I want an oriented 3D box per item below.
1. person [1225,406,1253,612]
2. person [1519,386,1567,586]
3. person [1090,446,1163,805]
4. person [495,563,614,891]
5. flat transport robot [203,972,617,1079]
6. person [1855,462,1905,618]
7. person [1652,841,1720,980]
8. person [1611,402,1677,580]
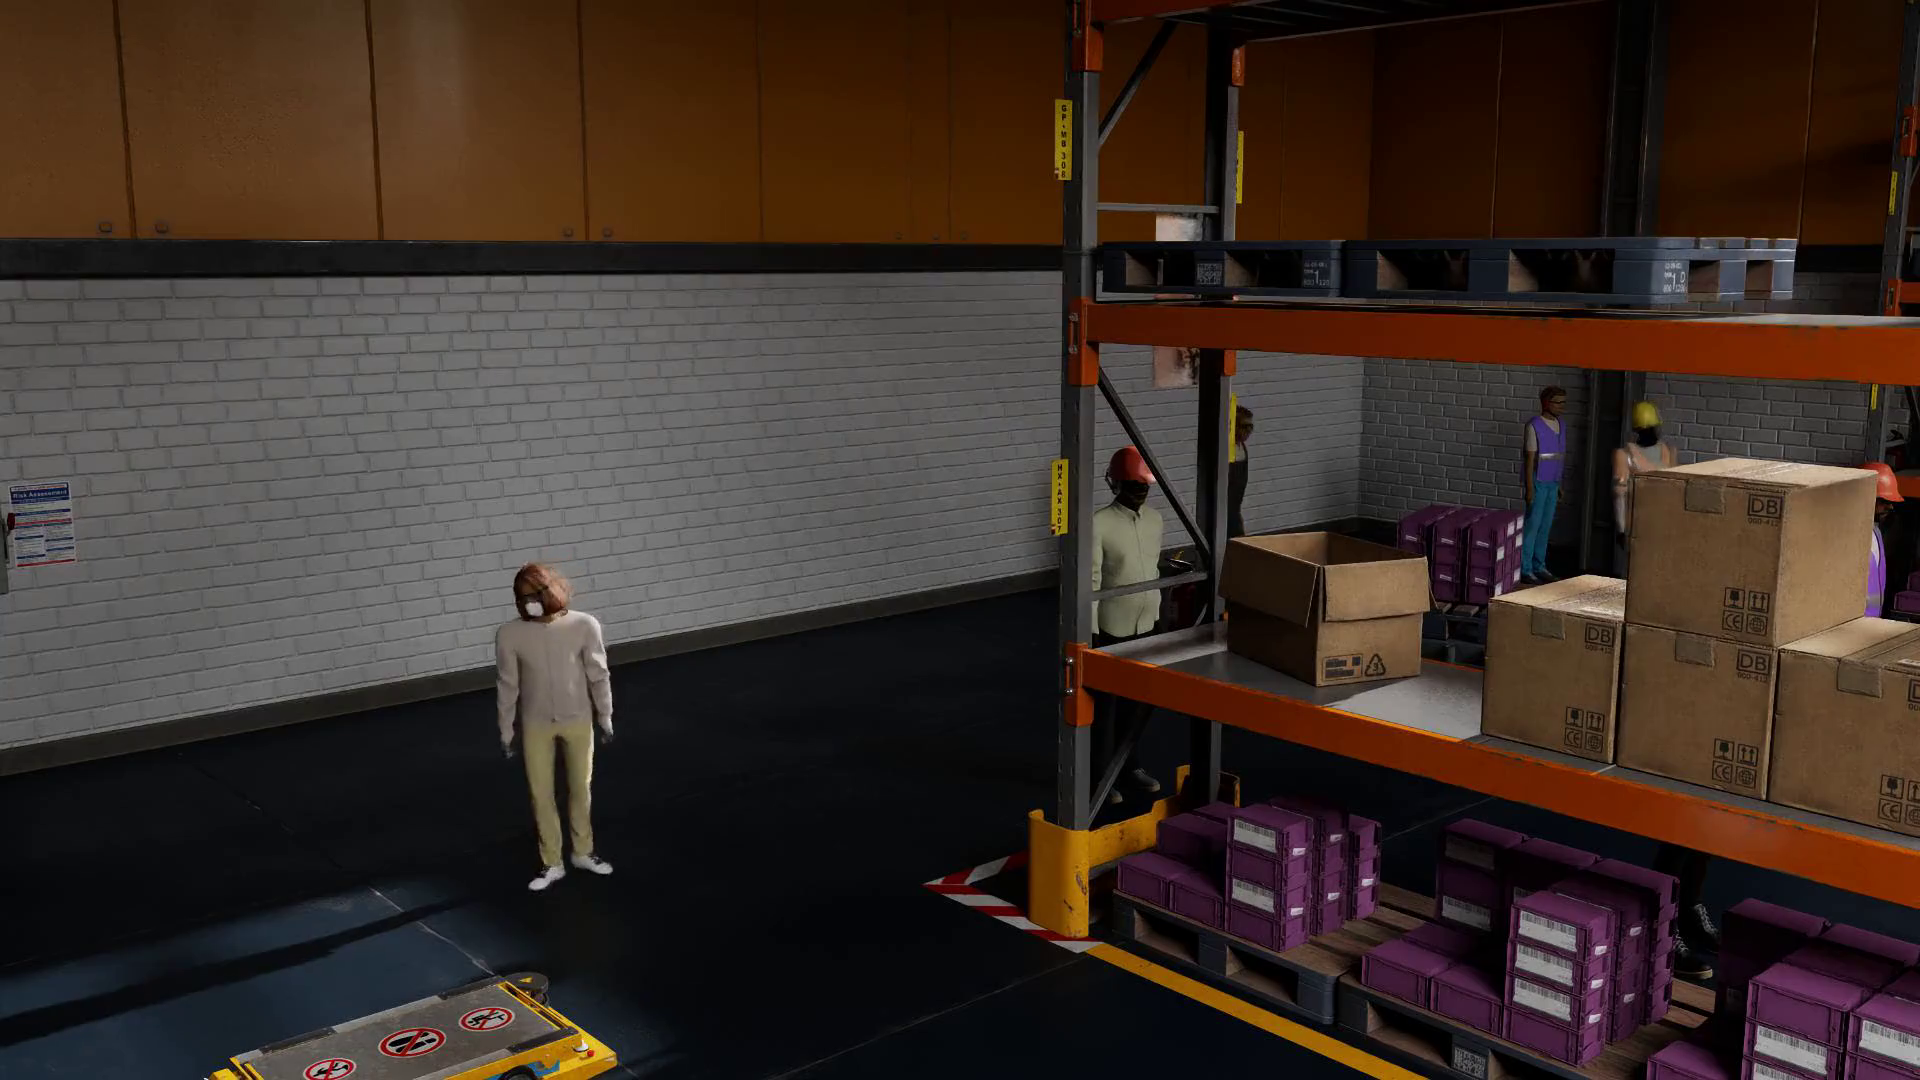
[{"bbox_3d":[2.216,-0.198,13.736,0.599,1.814,0.541,8,12,38],"label":"person"},{"bbox_3d":[5.395,-0.509,15.436,0.571,1.840,0.373,-8,13,-41],"label":"person"},{"bbox_3d":[0.925,0.465,9.291,0.623,1.992,0.396,-8,13,-41],"label":"person"},{"bbox_3d":[-1.939,0.887,7.992,0.546,1.601,0.433,-2,10,-14],"label":"person"},{"bbox_3d":[-2.018,1.903,5.912,1.431,0.197,0.652,-8,13,-41],"label":"flat transport robot"},{"bbox_3d":[4.870,0.533,9.067,0.551,1.932,0.378,-8,13,-41],"label":"person"},{"bbox_3d":[3.185,0.861,7.062,0.613,1.962,0.367,-8,13,-41],"label":"person"},{"bbox_3d":[5.488,-0.165,13.335,0.703,1.887,0.390,-3,10,-19],"label":"person"}]
